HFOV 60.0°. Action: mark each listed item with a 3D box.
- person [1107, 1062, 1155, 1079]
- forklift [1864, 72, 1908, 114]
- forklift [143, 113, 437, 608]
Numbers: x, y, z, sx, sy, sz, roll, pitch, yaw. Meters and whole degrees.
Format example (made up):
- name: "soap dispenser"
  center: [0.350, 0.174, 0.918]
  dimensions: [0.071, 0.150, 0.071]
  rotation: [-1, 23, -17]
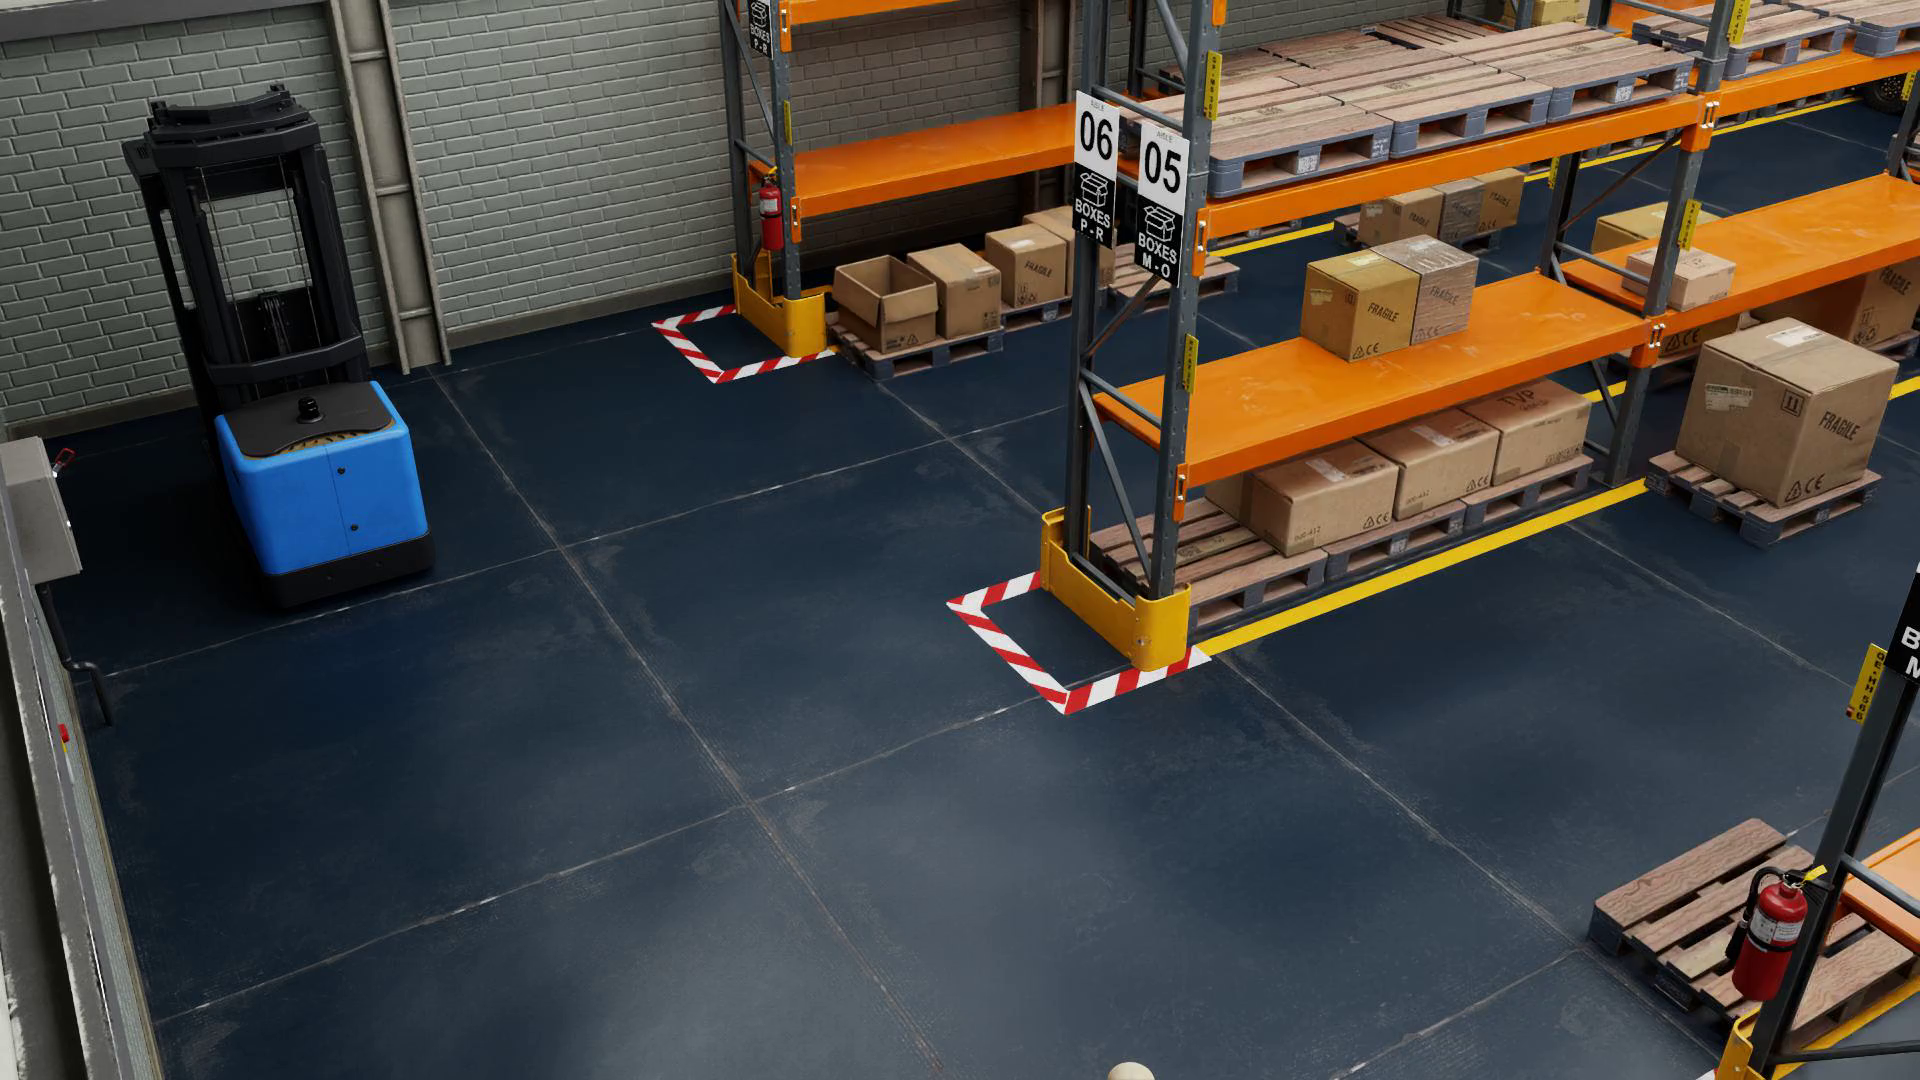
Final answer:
- name: "person"
  center: [0.520, 2.397, 5.611]
  dimensions: [0.585, 1.799, 0.395]
  rotation: [-2, 32, -3]
- name: "forklift"
  center: [11.468, -5.645, 18.244]
  dimensions: [1.214, 2.155, 2.313]
  rotation: [-17, 36, -26]
- name: "forklift"
  center: [-4.289, -1.259, 10.509]
  dimensions: [1.129, 2.768, 1.873]
  rotation: [-17, 36, -26]
